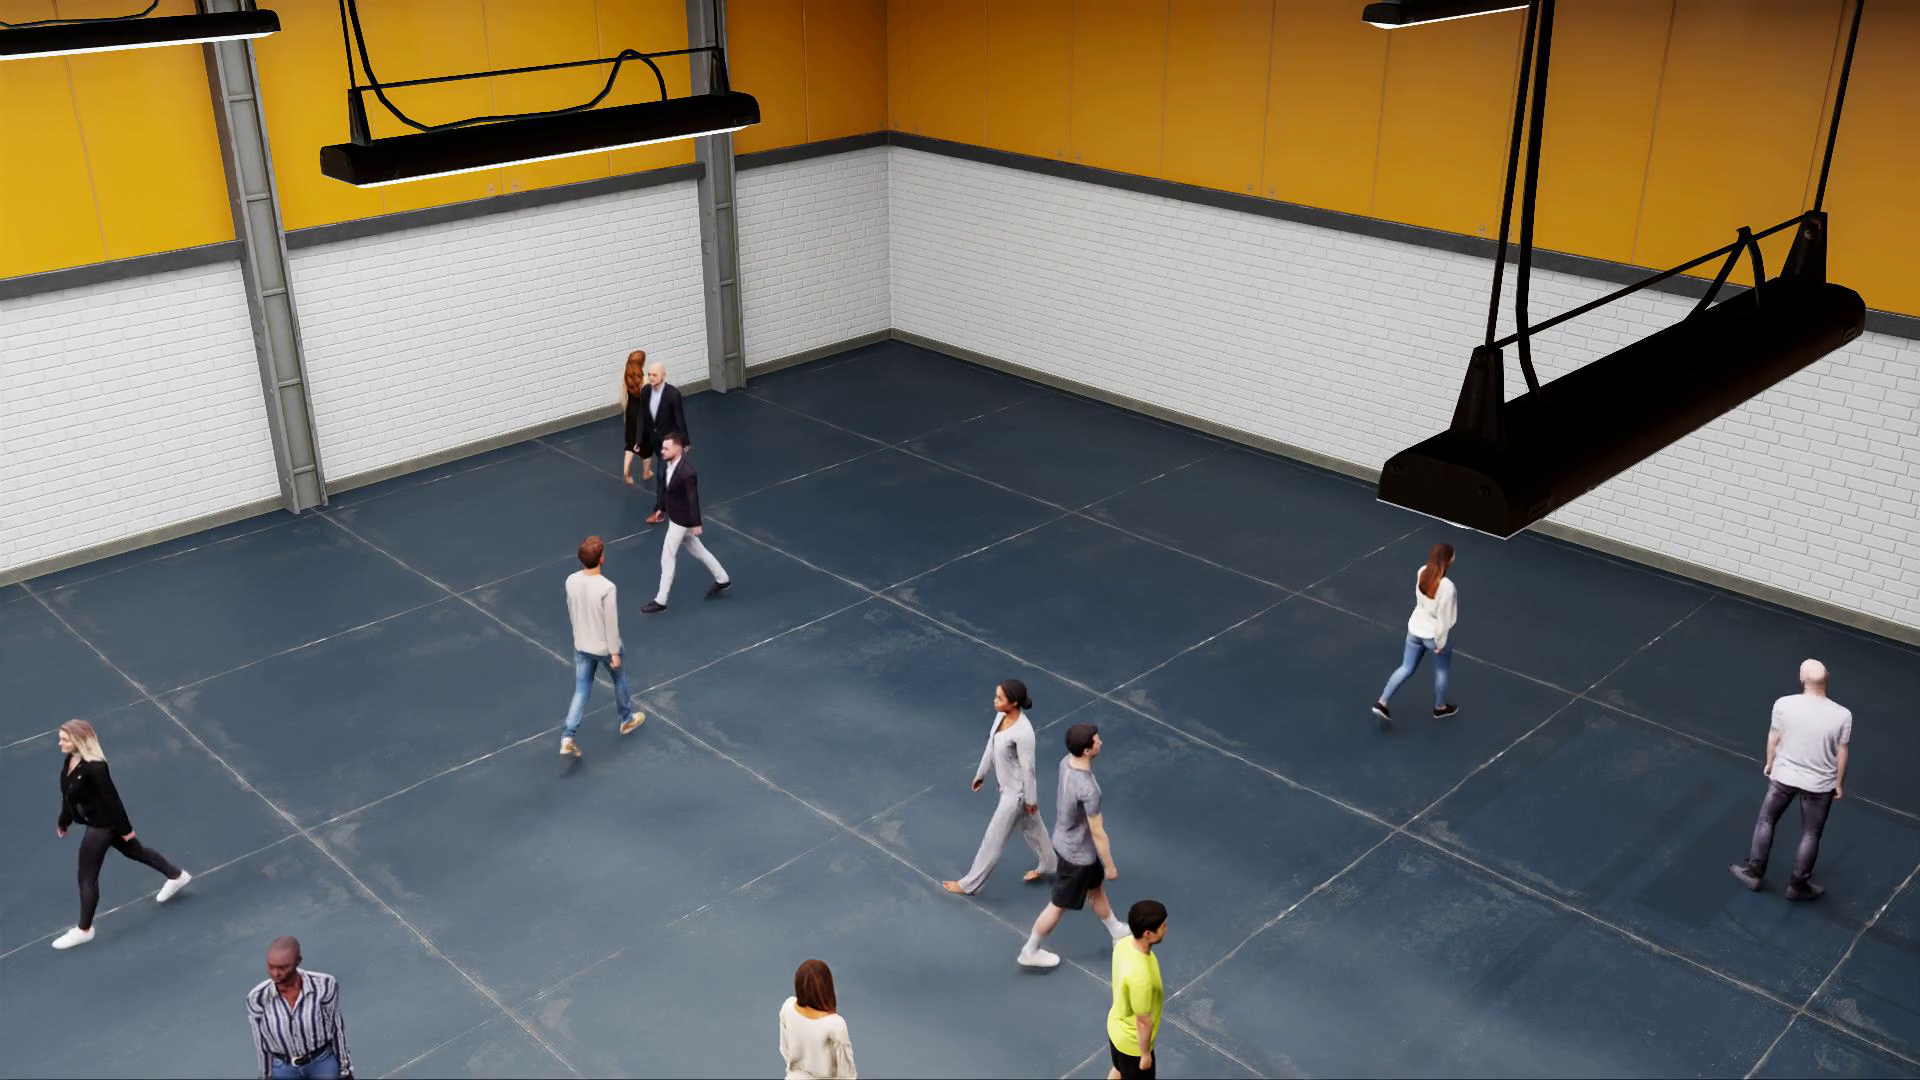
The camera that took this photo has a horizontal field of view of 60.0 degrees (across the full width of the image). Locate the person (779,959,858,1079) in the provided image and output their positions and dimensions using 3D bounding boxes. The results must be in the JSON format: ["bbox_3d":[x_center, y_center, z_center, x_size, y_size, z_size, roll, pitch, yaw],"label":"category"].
[{"bbox_3d":[-0.773,2.981,9.025,0.663,1.683,0.617,14,27,29],"label":"person"}]

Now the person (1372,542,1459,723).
[{"bbox_3d":[3.875,0.815,14.007,1.165,1.661,0.843,-12,26,-25],"label":"person"}]

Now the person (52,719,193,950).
[{"bbox_3d":[-5.809,1.934,11.475,1.190,1.640,0.595,-21,31,-40],"label":"person"}]

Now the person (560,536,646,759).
[{"bbox_3d":[-3.011,0.916,13.526,0.990,1.862,1.320,9,25,20],"label":"person"}]

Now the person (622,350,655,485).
[{"bbox_3d":[-3.696,-1.365,19.076,0.890,1.597,0.995,3,24,6],"label":"person"}]

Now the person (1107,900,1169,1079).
[{"bbox_3d":[0.976,2.774,9.471,0.715,1.705,0.688,-4,24,-9],"label":"person"}]

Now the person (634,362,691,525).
[{"bbox_3d":[-3.226,-1.126,18.322,0.907,1.762,1.263,11,26,25],"label":"person"}]

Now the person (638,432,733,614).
[{"bbox_3d":[-2.607,-0.195,16.154,1.310,1.793,0.954,-11,26,-24],"label":"person"}]

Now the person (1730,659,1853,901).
[{"bbox_3d":[5.979,1.715,11.751,0.641,1.820,0.834,-20,31,-39],"label":"person"}]

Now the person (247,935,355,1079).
[{"bbox_3d":[-3.579,2.899,9.076,0.603,1.794,0.748,-10,25,-21],"label":"person"}]

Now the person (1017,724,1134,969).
[{"bbox_3d":[0.678,2.056,10.963,1.294,1.827,1.103,-5,24,-11],"label":"person"}]

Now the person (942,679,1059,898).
[{"bbox_3d":[0.468,1.750,11.835,1.236,1.688,1.010,-6,24,-13],"label":"person"}]
